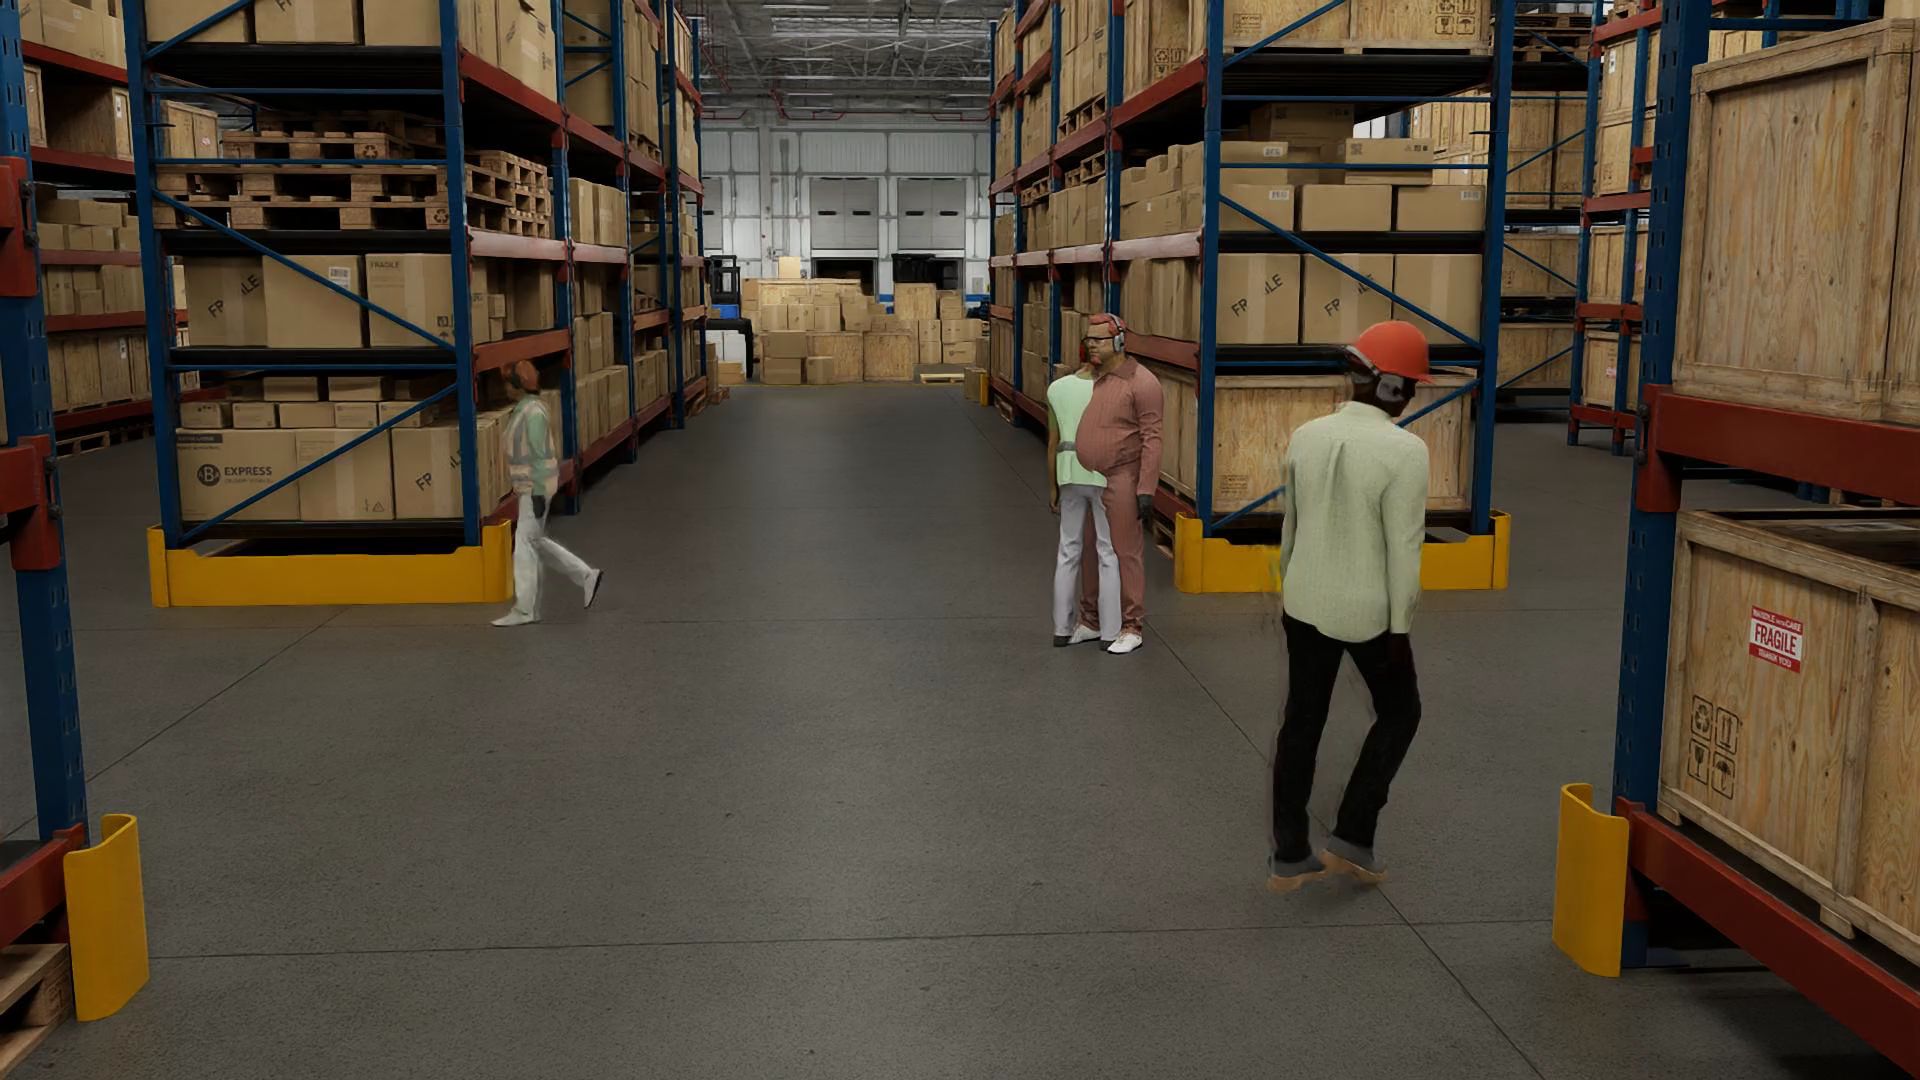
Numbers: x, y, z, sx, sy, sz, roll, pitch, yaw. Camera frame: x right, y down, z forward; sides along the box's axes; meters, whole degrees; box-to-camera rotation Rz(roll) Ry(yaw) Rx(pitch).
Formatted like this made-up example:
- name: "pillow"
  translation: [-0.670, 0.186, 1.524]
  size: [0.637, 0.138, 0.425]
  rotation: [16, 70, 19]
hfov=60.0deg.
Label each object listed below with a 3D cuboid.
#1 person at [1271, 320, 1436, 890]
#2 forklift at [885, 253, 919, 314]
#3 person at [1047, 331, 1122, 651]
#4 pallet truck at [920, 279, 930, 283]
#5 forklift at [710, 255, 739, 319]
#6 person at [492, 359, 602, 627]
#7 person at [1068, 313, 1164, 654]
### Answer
- name: "person"
  translation: [1.315, 0.239, 5.682]
  size: [0.527, 1.958, 0.681]
  rotation: [-8, 12, -42]
- name: "forklift"
  translation: [-1.788, -7.999, 54.557]
  size: [1.129, 2.768, 1.873]
  rotation: [-6, 11, -32]
- name: "person"
  translation: [0.753, -0.285, 9.403]
  size: [0.566, 1.837, 0.392]
  rotation: [4, 10, 21]
- name: "pallet truck"
  translation: [-0.932, -8.922, 63.114]
  size: [1.885, 1.965, 0.823]
  rotation: [2, 9, 13]
- name: "forklift"
  translation: [-8.368, -8.713, 59.038]
  size: [1.129, 2.768, 1.873]
  rotation: [-1, 9, -4]
- name: "person"
  translation: [-2.548, -0.299, 10.164]
  size: [0.661, 1.612, 0.532]
  rotation: [-5, 10, -27]
- name: "person"
  translation: [0.820, -0.316, 9.360]
  size: [0.401, 1.907, 0.648]
  rotation: [-9, 13, -44]
